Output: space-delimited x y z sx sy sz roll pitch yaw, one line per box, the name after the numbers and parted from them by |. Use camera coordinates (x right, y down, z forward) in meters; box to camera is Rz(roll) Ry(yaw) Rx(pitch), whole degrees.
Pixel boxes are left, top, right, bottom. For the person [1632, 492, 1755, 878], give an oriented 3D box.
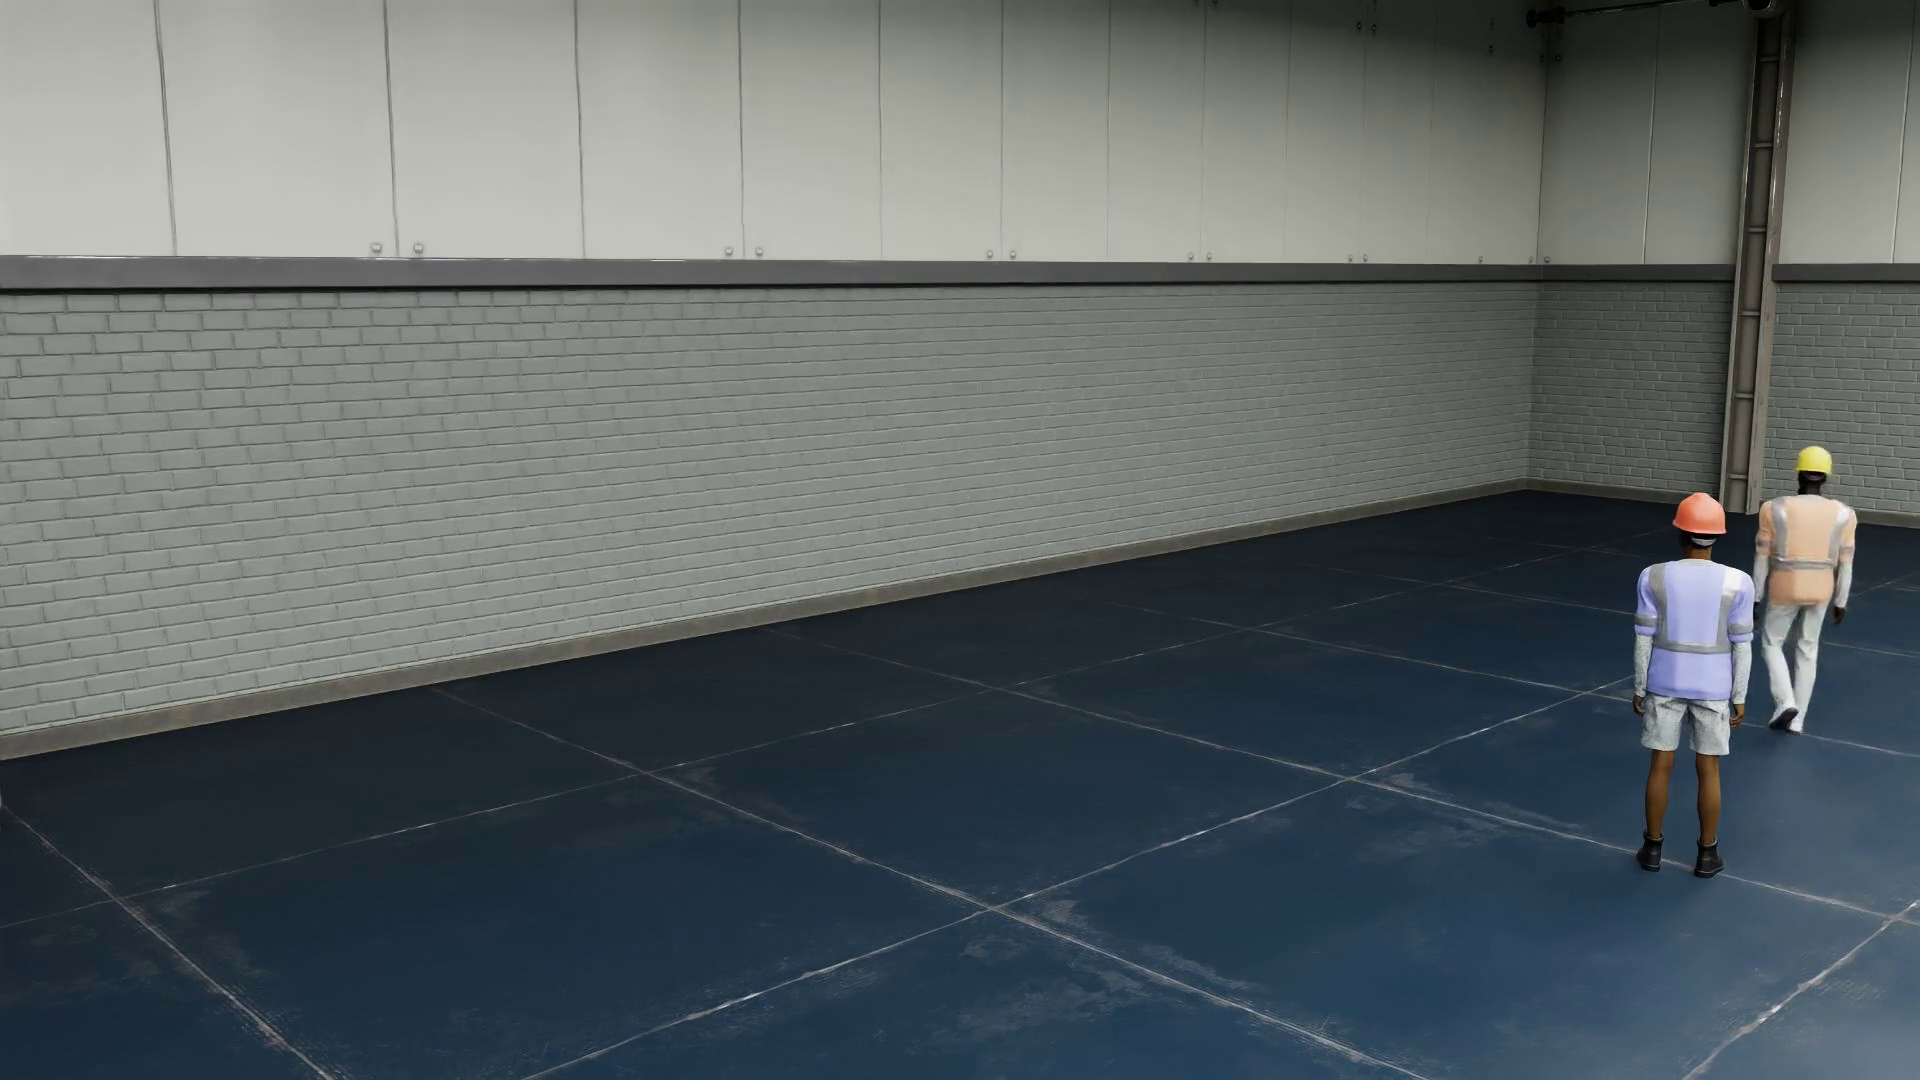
3.665 0.729 8.354 0.548 1.942 0.343 4 10 25 | person

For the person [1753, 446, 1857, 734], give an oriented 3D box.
5.488 0.341 10.856 0.603 1.909 0.450 2 9 13 | person
